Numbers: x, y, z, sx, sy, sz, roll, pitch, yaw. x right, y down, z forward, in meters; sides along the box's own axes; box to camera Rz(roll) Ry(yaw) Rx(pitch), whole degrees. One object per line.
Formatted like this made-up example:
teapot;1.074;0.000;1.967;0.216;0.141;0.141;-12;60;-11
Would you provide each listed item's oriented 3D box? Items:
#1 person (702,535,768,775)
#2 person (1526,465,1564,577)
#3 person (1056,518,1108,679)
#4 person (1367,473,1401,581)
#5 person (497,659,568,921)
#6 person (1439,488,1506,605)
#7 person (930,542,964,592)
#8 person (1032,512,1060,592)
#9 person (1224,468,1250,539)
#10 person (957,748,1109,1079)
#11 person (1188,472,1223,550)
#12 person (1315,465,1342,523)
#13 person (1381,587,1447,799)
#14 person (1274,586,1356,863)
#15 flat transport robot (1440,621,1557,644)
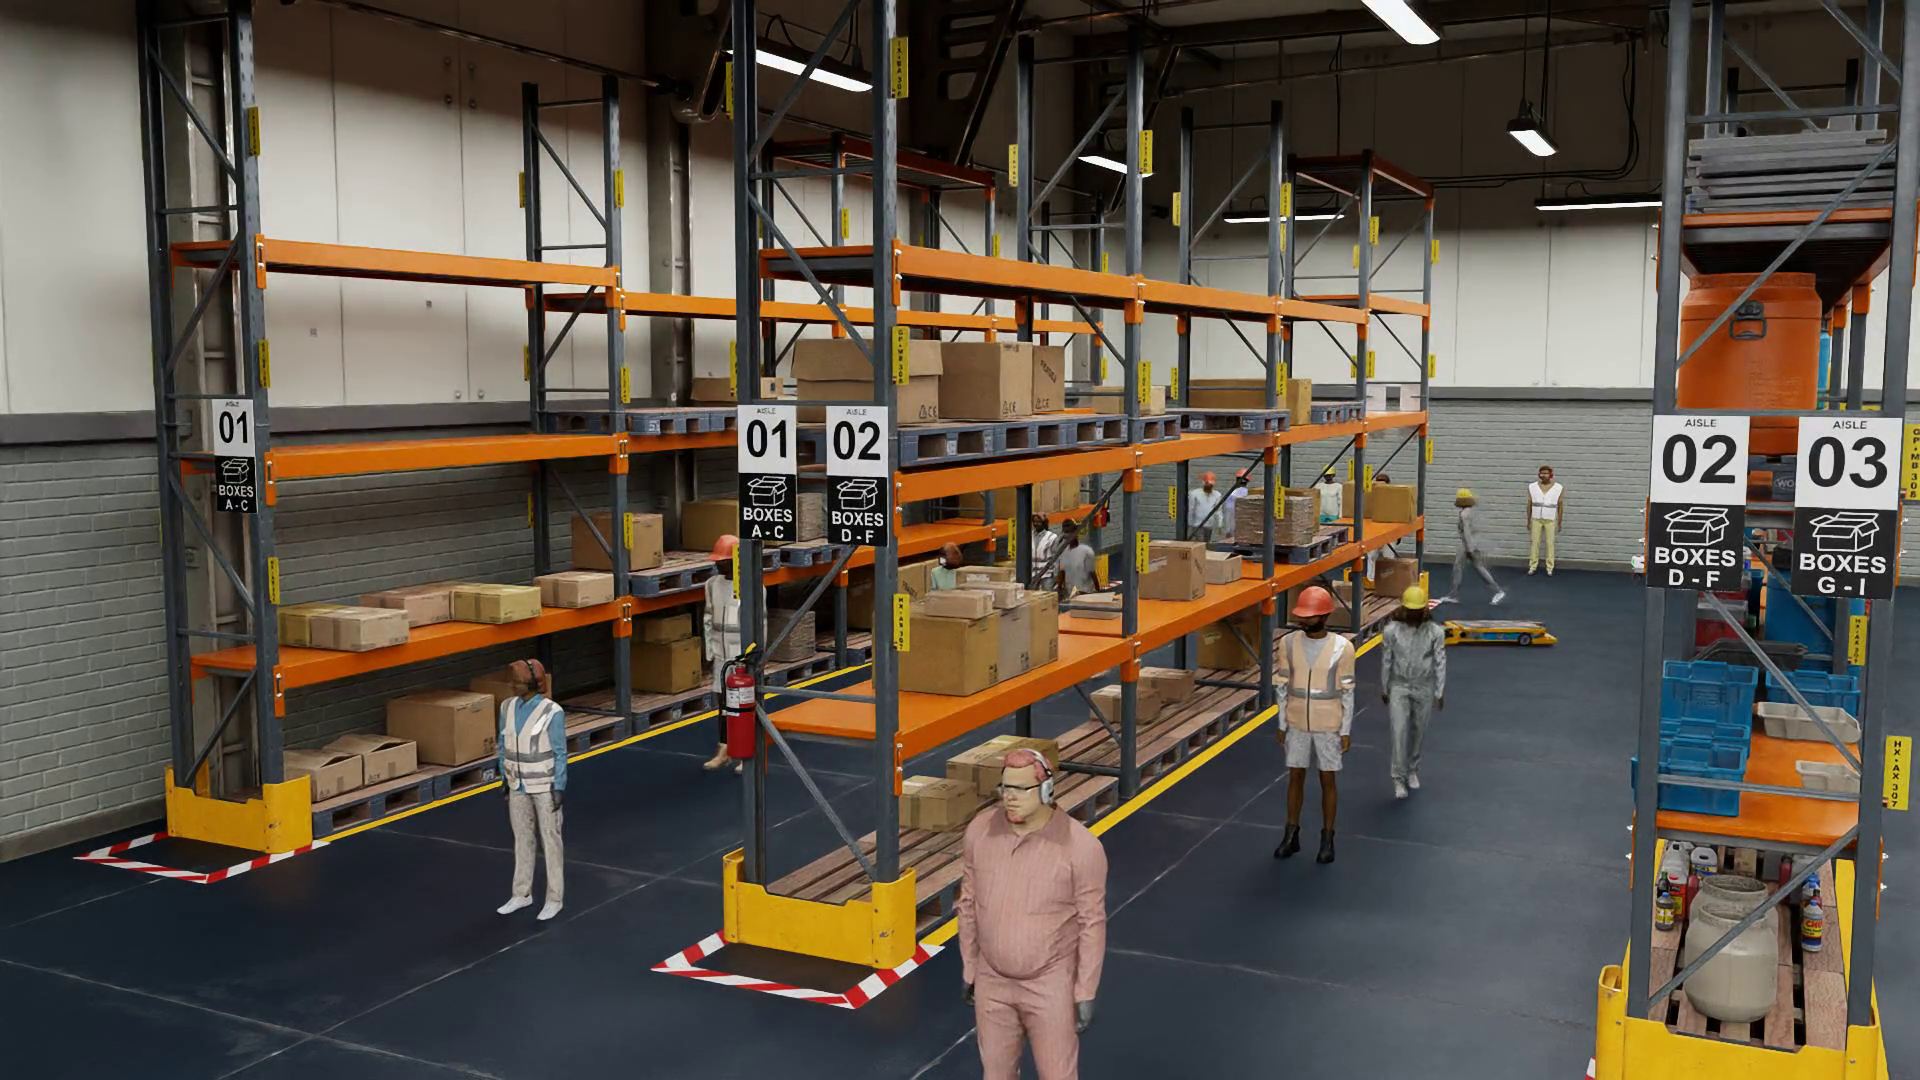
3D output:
person;-1.921;0.968;14.081;0.609;2.040;0.394;3;7;28
person;9.669;-0.316;27.489;0.564;1.847;0.395;3;7;28
person;1.275;0.661;18.181;0.998;1.808;0.518;-4;7;-37
person;6.443;-0.098;25.395;0.624;1.845;0.430;3;7;28
person;-2.664;1.547;10.388;0.515;1.636;0.315;3;7;28
person;7.505;0.094;24.250;0.892;1.696;0.493;4;7;35
person;-0.097;0.830;17.383;0.501;1.631;0.285;3;7;28
person;1.015;0.454;20.992;0.515;1.641;0.315;3;7;28
person;4.357;-0.165;25.820;0.567;1.877;0.930;0;6;-4
person;0.267;1.786;6.768;0.643;1.910;0.399;3;7;28
person;4.111;-0.275;27.755;0.573;1.700;0.876;-1;6;-12
person;6.435;-0.434;29.032;0.526;1.769;0.329;3;7;28
person;3.634;1.217;13.334;0.493;1.688;0.901;1;6;8
person;2.464;1.277;11.581;0.547;1.934;0.375;3;7;28
flat transport robot;6.653;1.150;20.817;1.431;0.197;0.652;0;6;1
